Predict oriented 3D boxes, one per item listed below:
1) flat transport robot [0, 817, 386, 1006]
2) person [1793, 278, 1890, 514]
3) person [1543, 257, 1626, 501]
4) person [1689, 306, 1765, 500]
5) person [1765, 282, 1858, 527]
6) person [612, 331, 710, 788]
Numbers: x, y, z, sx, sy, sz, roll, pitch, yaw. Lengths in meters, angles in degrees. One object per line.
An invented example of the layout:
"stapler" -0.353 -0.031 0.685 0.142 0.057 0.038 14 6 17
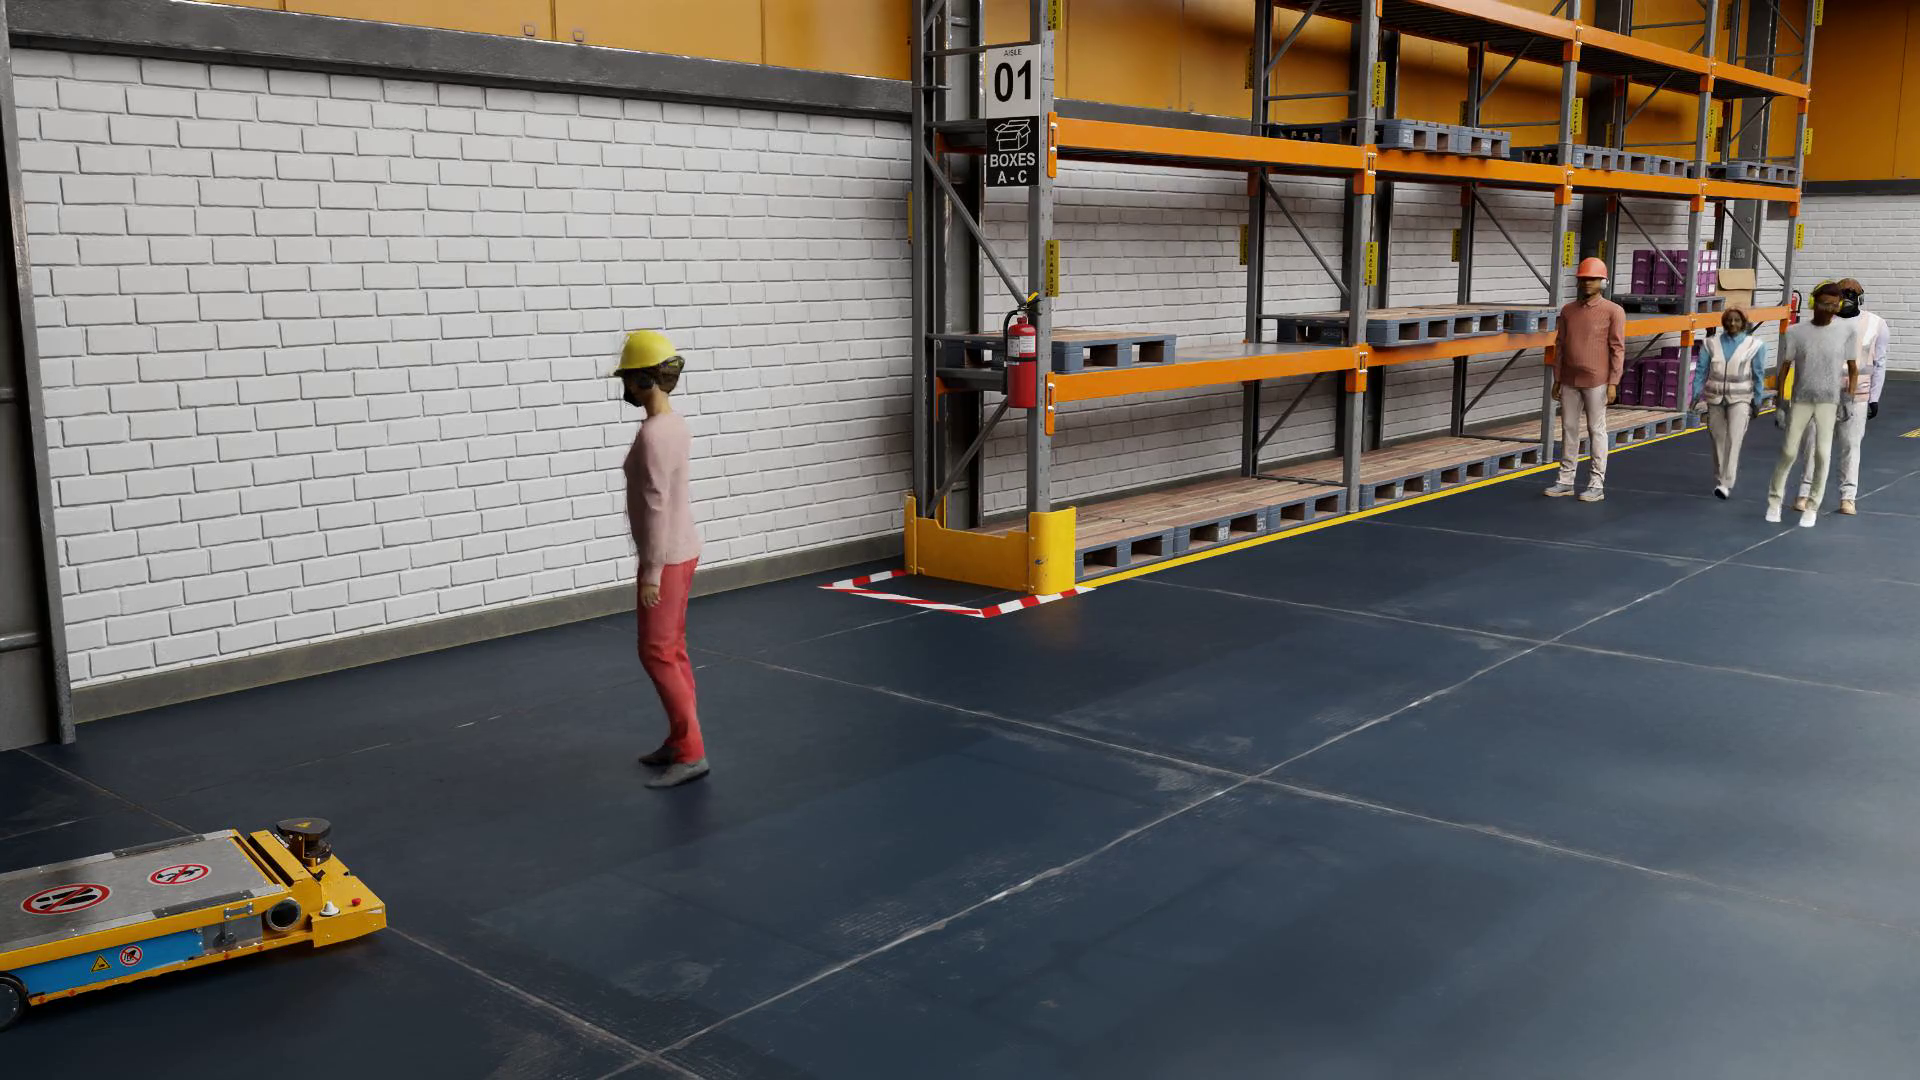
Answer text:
"flat transport robot" -2.488 1.106 4.817 1.431 0.197 0.652 -7 12 -36
"person" 6.894 -1.125 13.055 0.627 1.844 0.429 6 11 29
"person" 5.159 -1.322 13.729 0.369 1.996 0.622 -7 12 -35
"person" 6.319 -1.125 13.755 0.517 1.601 0.835 9 13 40
"person" 6.388 -1.006 12.447 0.540 1.828 0.557 3 11 19
"person" -1.165 0.085 6.468 0.333 1.758 0.551 0 10 -1
